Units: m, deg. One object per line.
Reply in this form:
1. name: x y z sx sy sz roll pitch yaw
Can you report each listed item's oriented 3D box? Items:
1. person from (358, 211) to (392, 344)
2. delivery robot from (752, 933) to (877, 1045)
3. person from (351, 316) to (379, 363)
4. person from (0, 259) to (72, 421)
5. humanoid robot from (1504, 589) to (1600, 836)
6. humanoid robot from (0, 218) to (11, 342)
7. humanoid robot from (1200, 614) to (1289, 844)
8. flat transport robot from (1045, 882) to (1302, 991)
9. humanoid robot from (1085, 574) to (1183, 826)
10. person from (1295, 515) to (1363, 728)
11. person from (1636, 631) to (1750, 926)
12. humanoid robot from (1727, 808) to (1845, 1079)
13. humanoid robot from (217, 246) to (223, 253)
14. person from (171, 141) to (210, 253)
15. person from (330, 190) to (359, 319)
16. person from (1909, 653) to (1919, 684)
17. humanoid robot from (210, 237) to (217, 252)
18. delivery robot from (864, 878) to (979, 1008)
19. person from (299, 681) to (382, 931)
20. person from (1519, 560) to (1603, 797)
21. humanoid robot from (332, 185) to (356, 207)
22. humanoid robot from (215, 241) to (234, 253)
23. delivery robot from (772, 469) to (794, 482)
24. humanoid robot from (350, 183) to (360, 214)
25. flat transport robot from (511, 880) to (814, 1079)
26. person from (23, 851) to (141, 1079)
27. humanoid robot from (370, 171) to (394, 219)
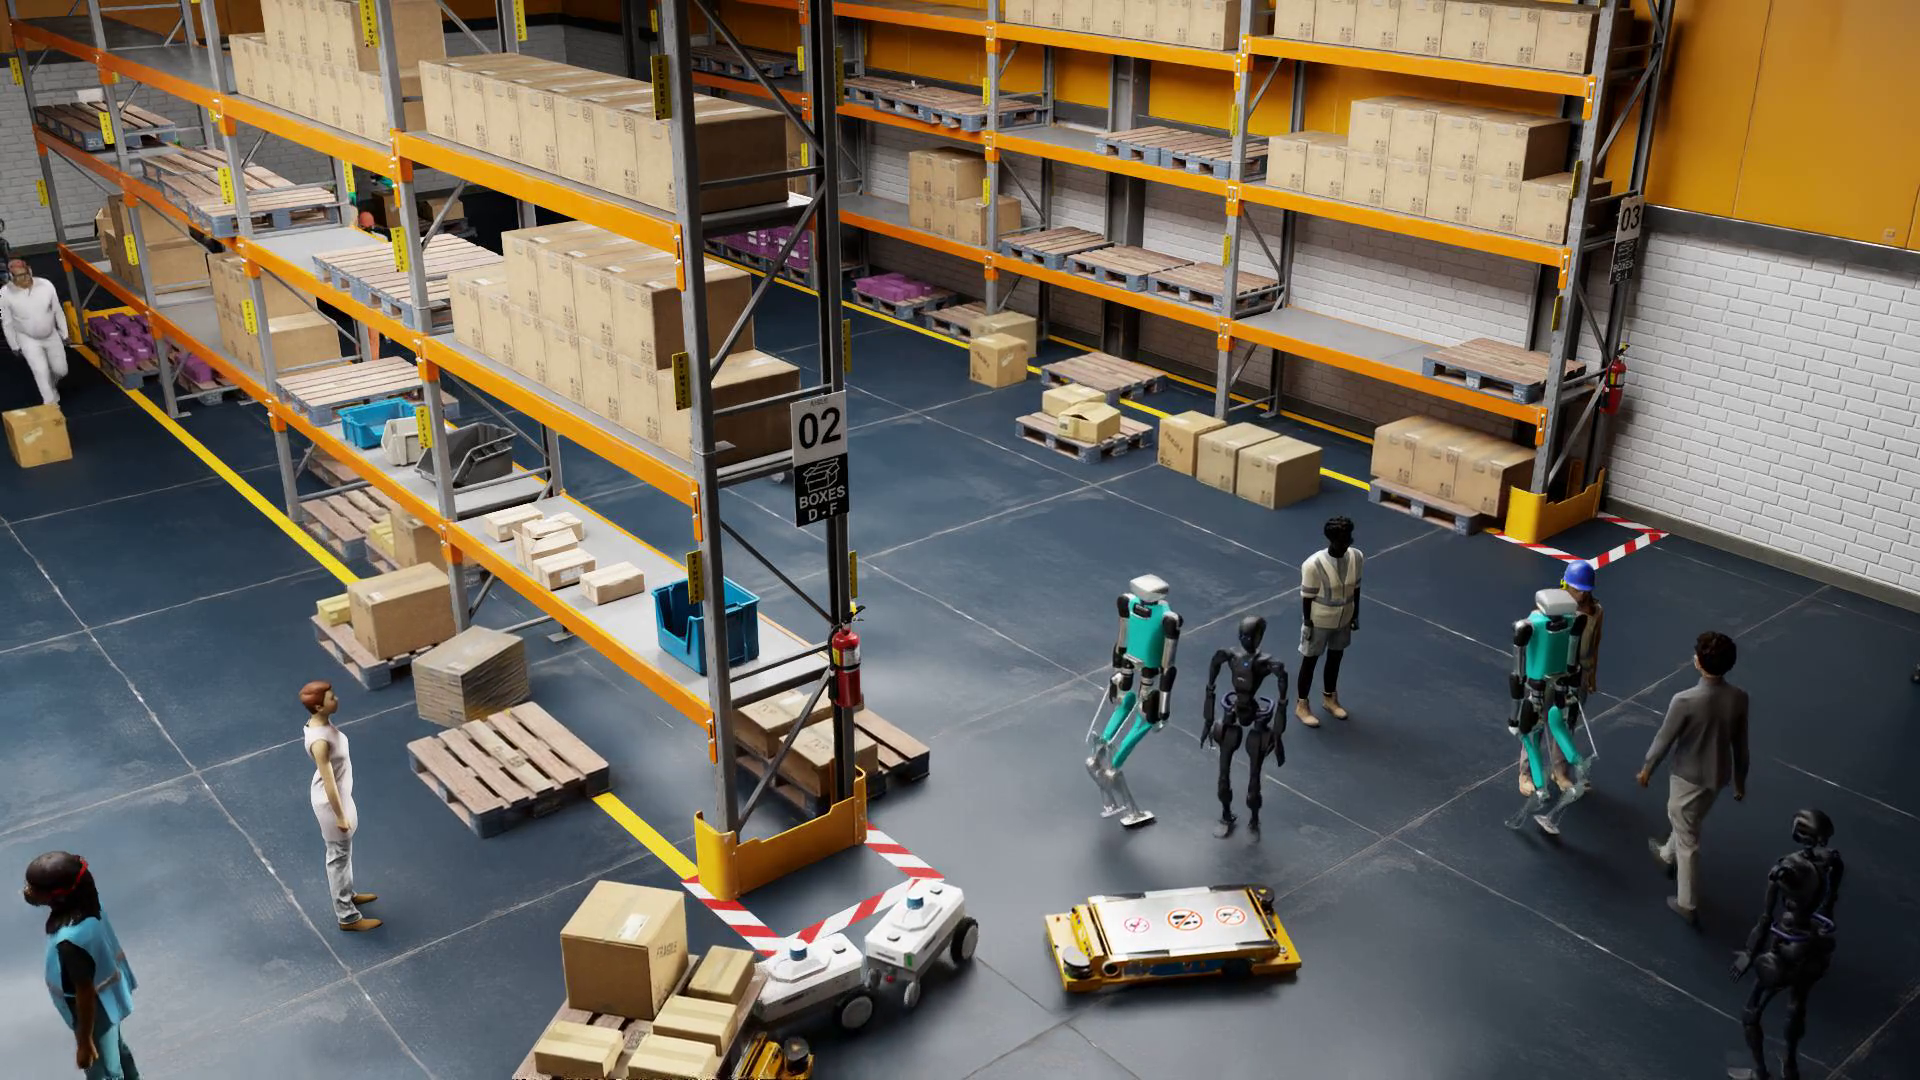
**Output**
1. person: -7.757 -3.498 21.909 0.560 1.719 0.788 -8 25 -18
2. delivery robot: -0.892 2.532 9.423 0.790 0.597 0.499 -15 27 -30
3. person: -7.169 -2.726 20.080 0.499 1.759 0.339 14 27 29
4. person: -10.523 -2.305 18.950 0.670 1.877 0.649 19 30 37
5. humanoid robot: 3.944 1.245 10.925 0.536 1.793 0.763 -7 24 -17
6. humanoid robot: -12.603 -3.446 21.903 0.611 1.618 0.778 17 29 34
7. humanoid robot: 1.878 1.242 10.987 0.589 1.653 0.325 10 25 22
8. flat transport robot: 1.279 2.403 10.078 1.431 0.231 0.659 -3 24 -8
9. humanoid robot: 1.090 1.126 11.163 0.683 1.769 0.532 -18 29 -36
10. person: 2.768 0.593 12.472 0.533 1.693 0.320 -10 25 -23
11. person: 4.541 1.404 10.365 0.574 1.863 0.902 -3 24 -7
12. humanoid robot: 4.404 2.166 8.844 0.599 1.652 0.330 -10 25 -22
13. humanoid robot: -10.215 -3.968 23.009 0.890 1.776 0.575 0 23 0
14. person: -12.173 -5.421 26.142 0.496 1.892 0.610 -9 25 -21
15. person: -8.316 -3.908 22.686 0.614 1.852 0.592 15 27 31
16. person: 7.817 0.262 12.951 0.548 1.927 0.390 13 27 28
17. humanoid robot: -11.499 -5.153 25.799 0.613 1.656 0.353 12 26 25
18. delivery robot: -0.262 2.335 9.851 0.499 0.576 0.757 12 26 25
19. person: -3.800 1.609 10.157 0.285 1.662 0.442 -9 25 -20
20. person: 4.183 0.955 11.529 0.462 1.778 0.309 -2 23 -4
21. humanoid robot: -8.742 -4.362 23.981 0.433 1.634 0.616 1 23 2
22. humanoid robot: -10.230 -4.034 23.219 0.435 1.648 0.610 4 24 9
23. delivery robot: -1.586 -0.833 17.201 0.780 0.586 0.499 14 27 30
24. humanoid robot: -9.058 -4.418 24.090 0.843 1.826 0.558 6 24 13
25. flat transport robot: -1.568 2.879 8.977 1.431 0.231 0.659 5 24 12
26. person: -4.282 2.336 8.223 0.407 1.865 0.554 -8 25 -19
27. humanoid robot: -9.613 -6.196 28.192 1.034 1.761 0.536 8 25 18
